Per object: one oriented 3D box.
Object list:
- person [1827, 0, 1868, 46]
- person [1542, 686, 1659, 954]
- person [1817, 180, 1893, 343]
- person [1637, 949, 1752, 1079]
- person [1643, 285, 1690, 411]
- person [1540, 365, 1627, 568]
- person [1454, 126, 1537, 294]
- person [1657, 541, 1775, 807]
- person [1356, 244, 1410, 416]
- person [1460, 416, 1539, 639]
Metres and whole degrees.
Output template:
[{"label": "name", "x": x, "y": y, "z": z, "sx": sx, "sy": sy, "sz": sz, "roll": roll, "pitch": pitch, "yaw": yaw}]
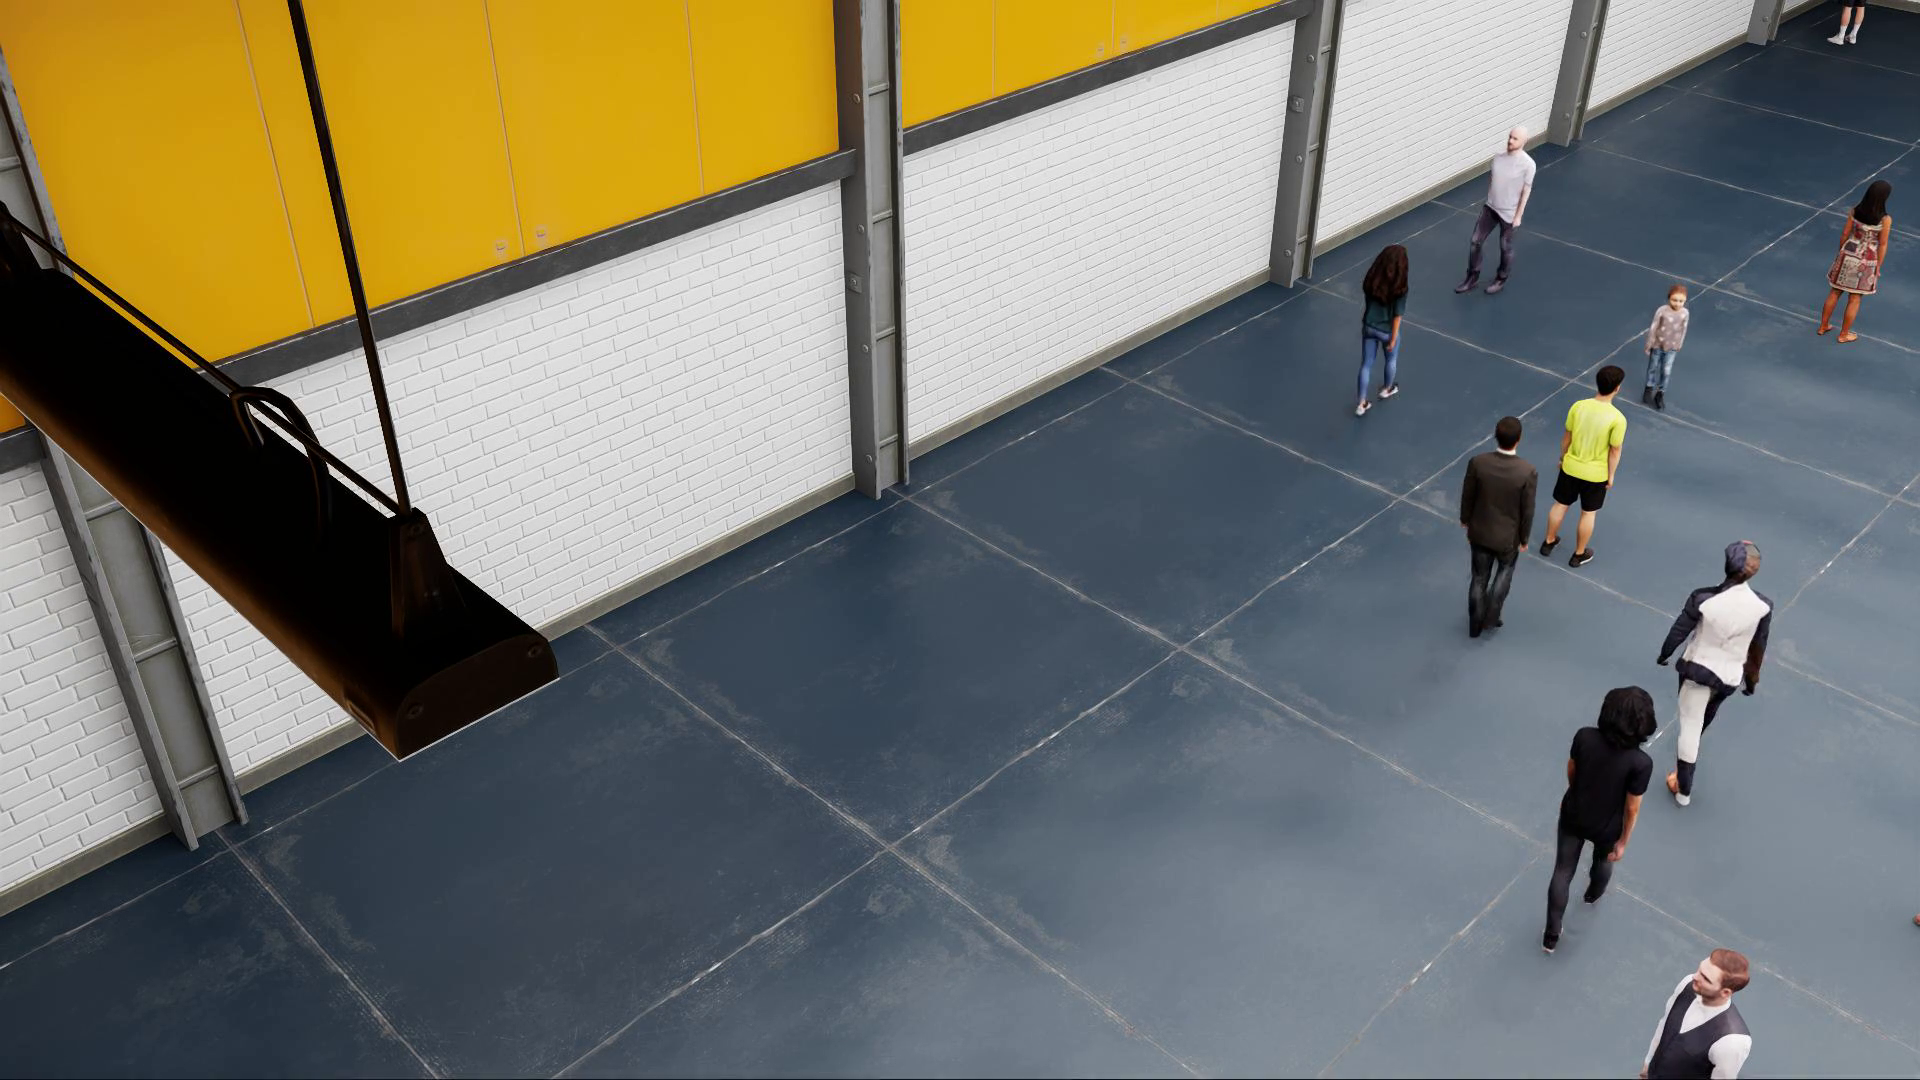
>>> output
[{"label": "person", "x": 13.248, "y": -8.246, "z": 24.435, "sx": 0.693, "sy": 1.871, "sz": 0.798, "roll": -6, "pitch": 34, "yaw": -8}, {"label": "person", "x": 3.612, "y": 1.654, "z": 9.604, "sx": 0.729, "sy": 1.802, "sz": 1.056, "roll": 22, "pitch": 39, "yaw": 29}, {"label": "person", "x": 8.837, "y": -2.755, "z": 16.379, "sx": 0.577, "sy": 1.645, "sz": 0.682, "roll": -22, "pitch": 39, "yaw": -29}, {"label": "person", "x": 3.469, "y": 2.658, "z": 7.970, "sx": 0.775, "sy": 1.938, "sz": 0.742, "roll": -3, "pitch": 34, "yaw": -5}, {"label": "person", "x": 6.514, "y": -1.833, "z": 15.407, "sx": 0.604, "sy": 1.184, "sz": 0.673, "roll": 10, "pitch": 35, "yaw": 14}, {"label": "person", "x": 4.919, "y": -0.581, "z": 13.054, "sx": 0.616, "sy": 1.705, "sz": 0.519, "roll": 27, "pitch": 42, "yaw": 34}, {"label": "person", "x": 5.691, "y": -3.424, "z": 17.232, "sx": 0.894, "sy": 1.814, "sz": 0.765, "roll": -23, "pitch": 40, "yaw": -30}, {"label": "person", "x": 4.836, "y": 0.909, "z": 10.673, "sx": 1.074, "sy": 1.859, "sz": 1.195, "roll": 6, "pitch": 34, "yaw": 9}, {"label": "person", "x": 3.778, "y": -1.879, "z": 15.109, "sx": 0.670, "sy": 1.591, "sz": 0.917, "roll": 21, "pitch": 39, "yaw": 28}, {"label": "person", "x": 3.880, "y": -0.034, "z": 12.156, "sx": 0.770, "sy": 1.787, "sz": 0.719, "roll": 19, "pitch": 38, "yaw": 27}]
